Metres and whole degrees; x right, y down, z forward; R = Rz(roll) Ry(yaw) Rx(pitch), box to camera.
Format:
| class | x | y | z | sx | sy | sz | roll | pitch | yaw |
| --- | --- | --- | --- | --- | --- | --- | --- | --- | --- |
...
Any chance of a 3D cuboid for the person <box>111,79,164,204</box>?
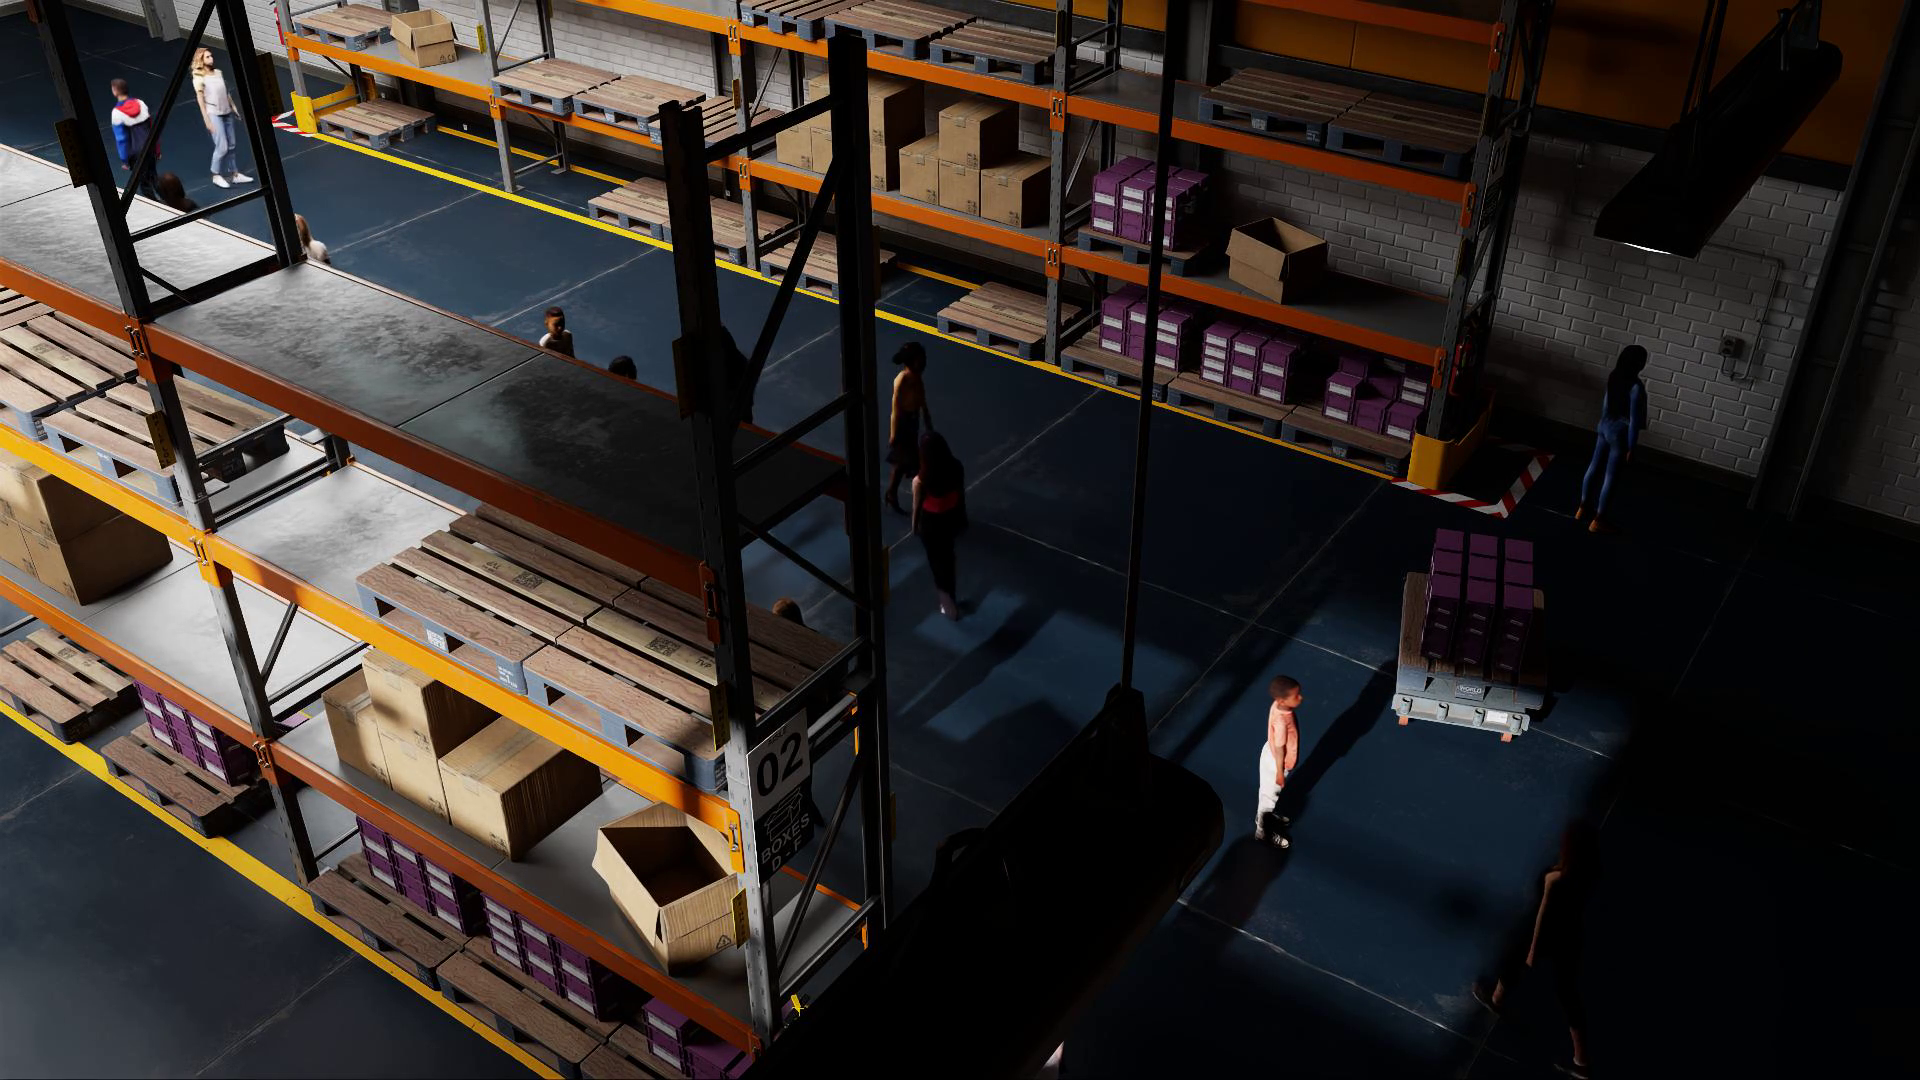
| class | x | y | z | sx | sy | sz | roll | pitch | yaw |
| --- | --- | --- | --- | --- | --- | --- | --- | --- | --- |
| person | -9.530 | -4.520 | 19.449 | 0.680 | 1.751 | 0.688 | 17 | 37 | 23 |

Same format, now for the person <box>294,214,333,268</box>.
| class | x | y | z | sx | sy | sz | roll | pitch | yaw |
| --- | --- | --- | --- | --- | --- | --- | --- | --- | --- |
| person | -6.105 | -2.234 | 15.947 | 0.647 | 1.820 | 0.651 | 27 | 42 | 34 |

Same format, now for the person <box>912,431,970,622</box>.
| class | x | y | z | sx | sy | sz | roll | pitch | yaw |
| --- | --- | --- | --- | --- | --- | --- | --- | --- | --- |
| person | -0.107 | -0.066 | 12.848 | 0.740 | 1.640 | 0.831 | -19 | 38 | -26 |

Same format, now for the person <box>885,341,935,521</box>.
| class | x | y | z | sx | sy | sz | roll | pitch | yaw |
| --- | --- | --- | --- | --- | --- | --- | --- | --- | --- |
| person | -0.524 | -0.945 | 14.175 | 0.764 | 1.635 | 0.667 | 15 | 36 | 21 |

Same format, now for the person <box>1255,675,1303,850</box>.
| class | x | y | z | sx | sy | sz | roll | pitch | yaw |
| --- | --- | --- | --- | --- | --- | --- | --- | --- | --- |
| person | 2.075 | 1.424 | 10.904 | 0.571 | 1.311 | 0.548 | 7 | 34 | 11 |

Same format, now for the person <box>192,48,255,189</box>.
| class | x | y | z | sx | sy | sz | roll | pitch | yaw |
| --- | --- | --- | --- | --- | --- | --- | --- | --- | --- |
| person | -9.187 | -5.218 | 20.524 | 0.755 | 1.723 | 0.754 | 6 | 34 | 9 |

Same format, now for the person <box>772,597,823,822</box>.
| class | x | y | z | sx | sy | sz | roll | pitch | yaw |
| --- | --- | --- | --- | --- | --- | --- | --- | --- | --- |
| person | -1.092 | 1.143 | 10.845 | 0.671 | 1.844 | 0.660 | -20 | 39 | -27 |

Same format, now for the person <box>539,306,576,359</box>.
| class | x | y | z | sx | sy | sz | roll | pitch | yaw |
| --- | --- | --- | --- | --- | --- | --- | --- | --- | --- |
| person | -3.621 | -1.438 | 15.069 | 0.510 | 1.465 | 0.558 | 19 | 38 | 26 |

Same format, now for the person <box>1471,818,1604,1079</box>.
| class | x | y | z | sx | sy | sz | roll | pitch | yaw |
| --- | --- | --- | --- | --- | --- | --- | --- | --- | --- |
| person | 3.370 | 2.287 | 9.264 | 0.980 | 1.688 | 1.213 | -14 | 36 | -20 |

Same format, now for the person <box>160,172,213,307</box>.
| class | x | y | z | sx | sy | sz | roll | pitch | yaw |
| --- | --- | --- | --- | --- | --- | --- | --- | --- | --- |
| person | -7.984 | -2.971 | 17.260 | 0.854 | 1.594 | 1.149 | -20 | 39 | -28 |

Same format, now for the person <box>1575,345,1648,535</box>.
| class | x | y | z | sx | sy | sz | roll | pitch | yaw |
| --- | --- | --- | --- | --- | --- | --- | --- | --- | --- |
| person | 5.506 | -0.863 | 13.981 | 0.733 | 1.712 | 0.665 | -7 | 34 | -10 |
